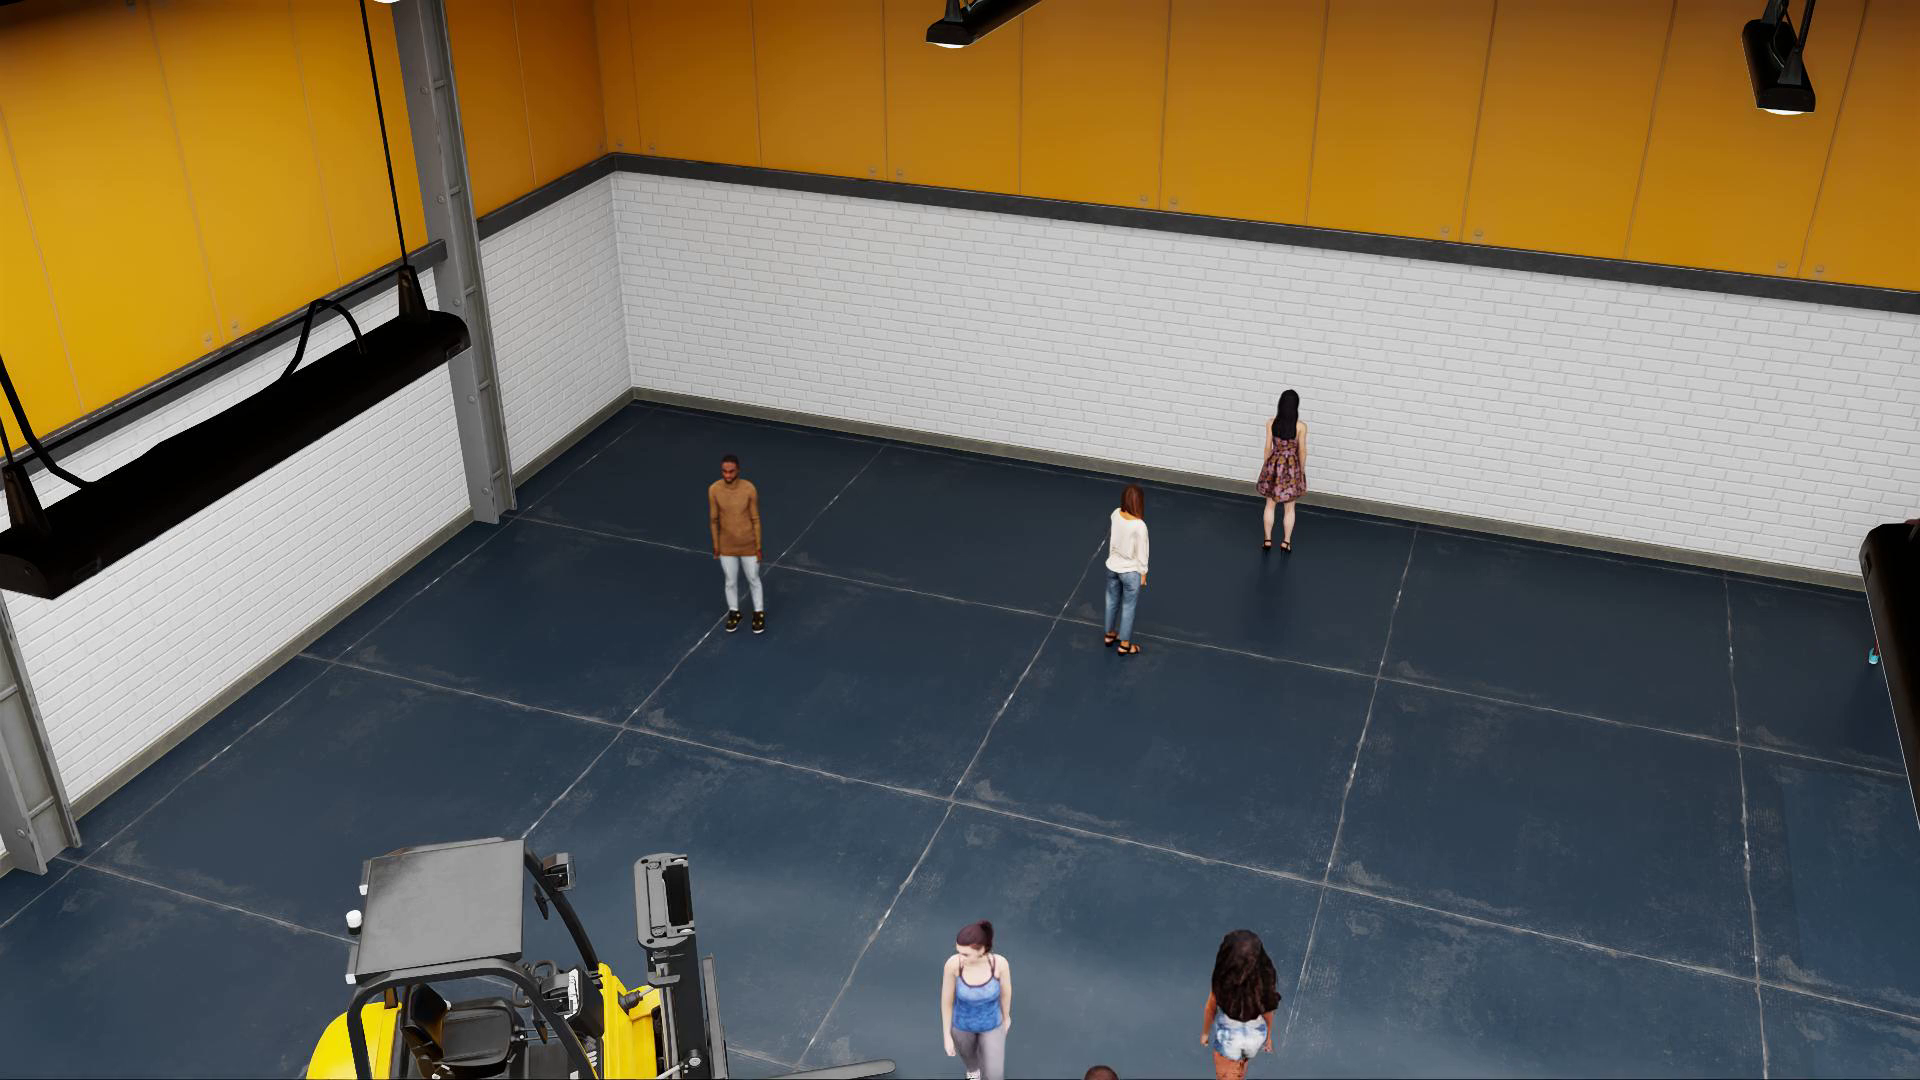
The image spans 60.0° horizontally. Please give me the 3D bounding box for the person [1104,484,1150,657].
[{"bbox_3d":[1.481,0.260,14.965,0.724,1.676,0.707,-20,34,-32],"label":"person"}]

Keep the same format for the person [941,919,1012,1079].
[{"bbox_3d":[0.103,2.923,10.198,0.748,1.566,1.087,2,29,3],"label":"person"}]

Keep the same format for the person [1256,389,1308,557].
[{"bbox_3d":[3.217,-0.667,16.560,0.653,1.776,0.654,9,30,16],"label":"person"}]

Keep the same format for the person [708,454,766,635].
[{"bbox_3d":[-2.029,0.017,15.267,0.687,1.813,0.663,0,29,0],"label":"person"}]

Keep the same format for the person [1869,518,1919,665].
[{"bbox_3d":[8.426,0.359,14.736,0.640,1.722,0.662,25,37,37],"label":"person"}]

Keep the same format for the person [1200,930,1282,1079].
[{"bbox_3d":[1.676,3.057,9.923,0.901,1.595,1.105,-5,29,-9],"label":"person"}]
